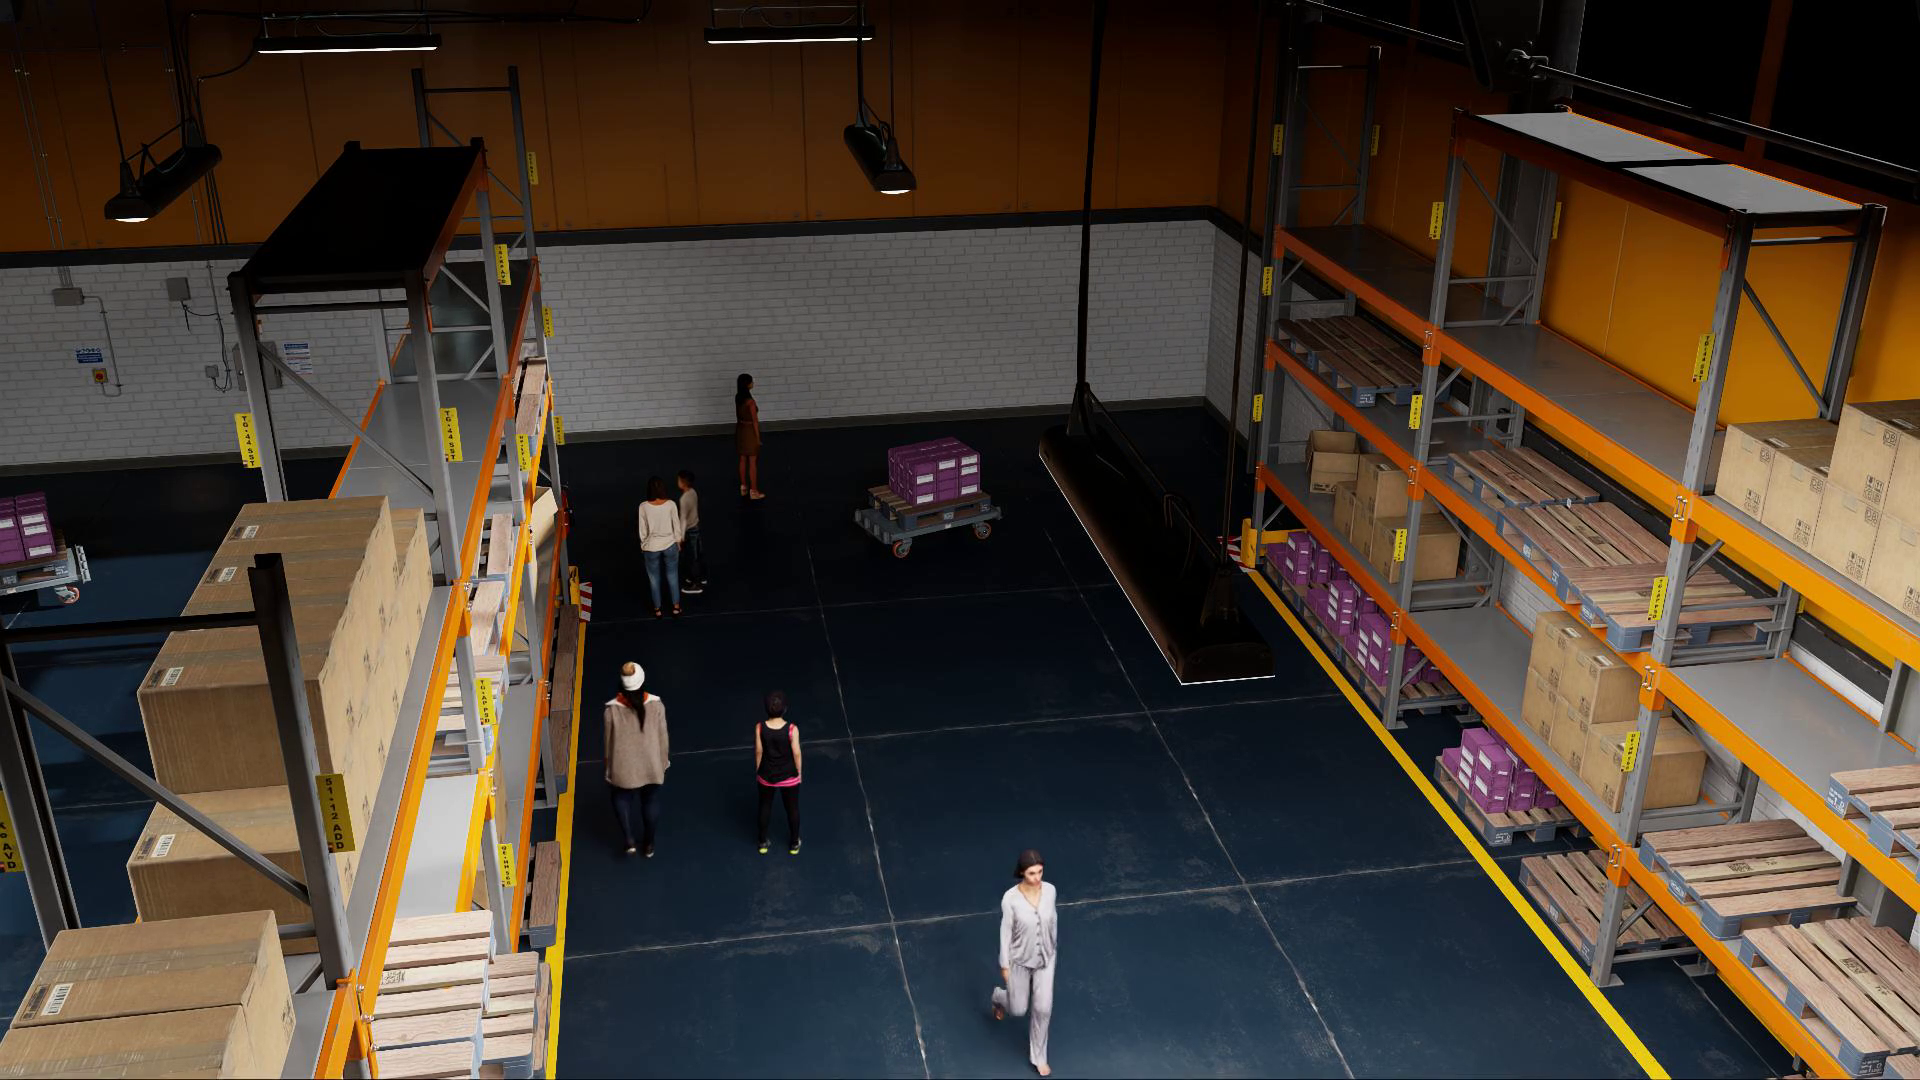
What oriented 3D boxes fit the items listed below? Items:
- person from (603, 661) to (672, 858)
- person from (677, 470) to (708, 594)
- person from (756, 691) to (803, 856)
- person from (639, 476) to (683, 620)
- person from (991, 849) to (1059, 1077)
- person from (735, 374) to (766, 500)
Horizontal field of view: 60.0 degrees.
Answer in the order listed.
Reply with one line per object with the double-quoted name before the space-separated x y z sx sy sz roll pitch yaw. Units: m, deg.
"person" -2.734 1.885 14.022 0.733 1.887 0.691 -6 24 -13
"person" -3.089 -0.117 19.137 0.653 1.458 0.518 3 24 7
"person" -1.557 1.988 14.211 0.610 1.547 0.585 2 24 4
"person" -3.318 0.078 18.411 0.619 1.682 0.521 -5 24 -10
"person" 0.450 2.922 11.813 0.731 1.755 0.984 -10 26 -22
"person" -2.768 -1.359 21.690 0.705 1.690 0.602 -19 30 -36
